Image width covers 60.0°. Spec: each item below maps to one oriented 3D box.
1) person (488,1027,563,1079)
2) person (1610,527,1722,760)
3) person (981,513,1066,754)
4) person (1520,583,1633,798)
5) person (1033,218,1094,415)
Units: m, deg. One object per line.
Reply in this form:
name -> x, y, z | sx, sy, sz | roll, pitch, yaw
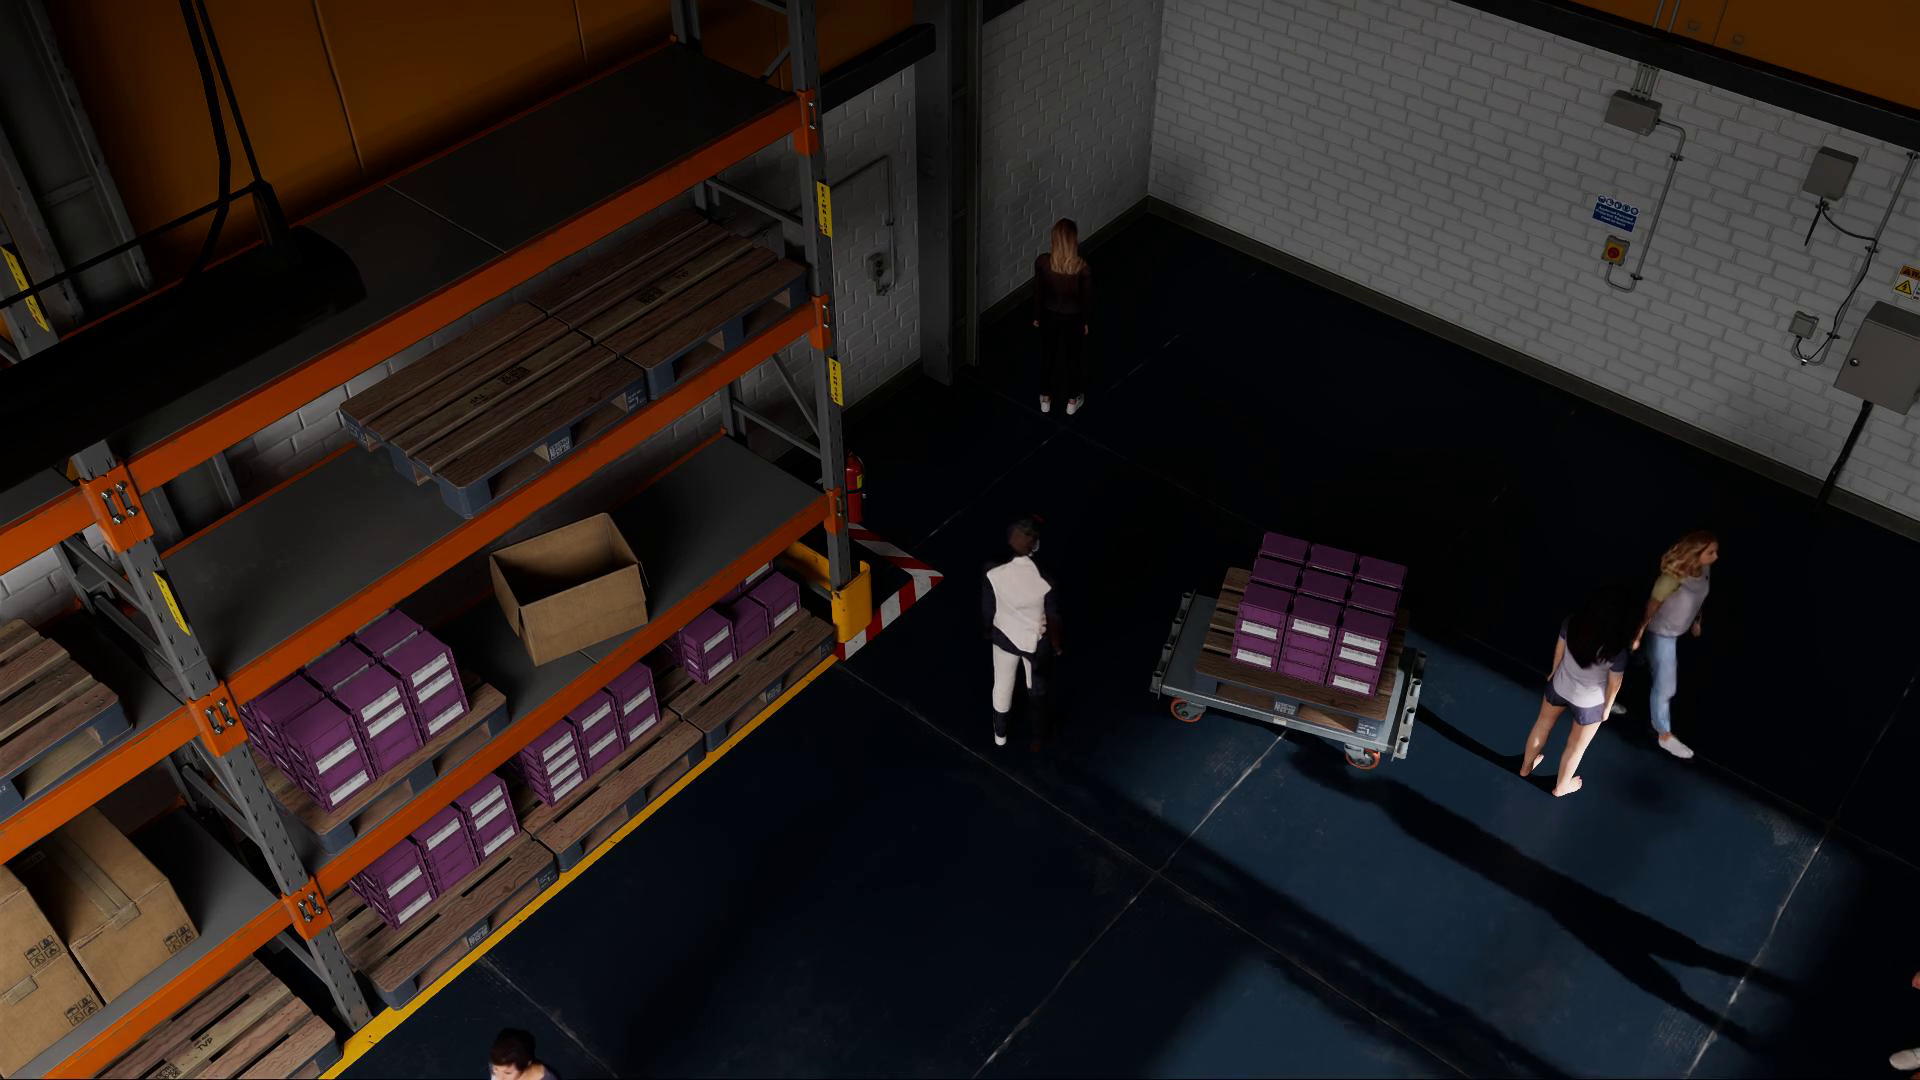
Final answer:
person -> -2.025, 2.773, 8.153 | 0.630, 1.554, 0.659 | 20, 47, 19
person -> 4.314, 0.516, 10.422 | 0.983, 1.692, 0.781 | -33, 53, -30
person -> 0.382, 0.592, 10.198 | 0.751, 1.892, 0.706 | 15, 46, 16
person -> 3.720, 0.897, 10.011 | 0.573, 1.707, 0.622 | -32, 52, -29
person -> 0.777, -1.689, 12.727 | 0.673, 1.705, 0.652 | 11, 45, 11
